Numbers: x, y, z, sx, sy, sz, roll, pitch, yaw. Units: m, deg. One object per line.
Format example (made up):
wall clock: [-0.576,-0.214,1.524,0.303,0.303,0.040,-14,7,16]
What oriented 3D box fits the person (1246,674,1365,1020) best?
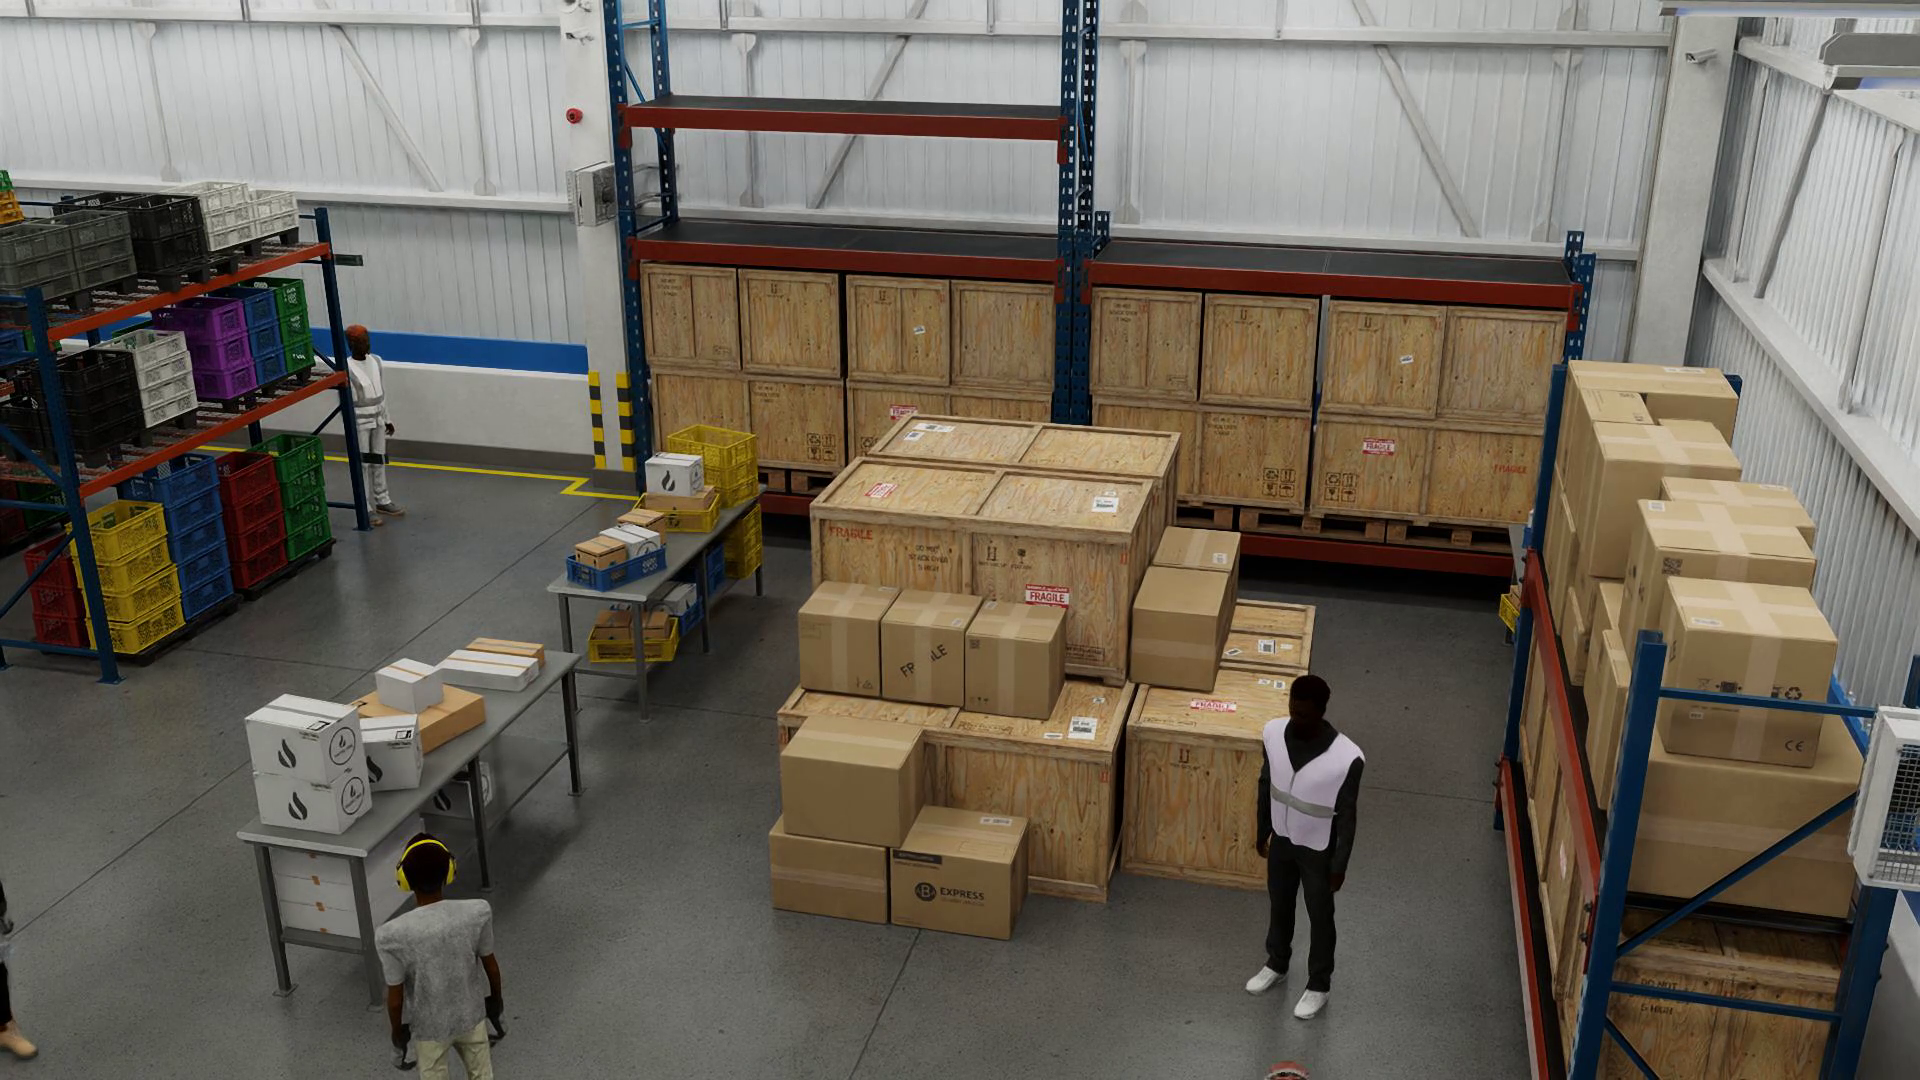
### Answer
person: [1.790,1.560,8.654,0.391,1.911,0.584,-19,28,-41]

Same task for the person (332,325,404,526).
person: [-5.560,-1.089,15.613,0.352,1.884,0.576,9,23,21]

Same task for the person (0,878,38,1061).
person: [-4.896,1.895,8.087,0.321,1.690,0.532,14,25,32]

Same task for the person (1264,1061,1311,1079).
person: [1.107,2.690,5.789,0.658,1.839,0.922,10,23,23]

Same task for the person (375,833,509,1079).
person: [-2.235,2.112,7.259,0.510,1.872,0.328,-12,24,-29]
